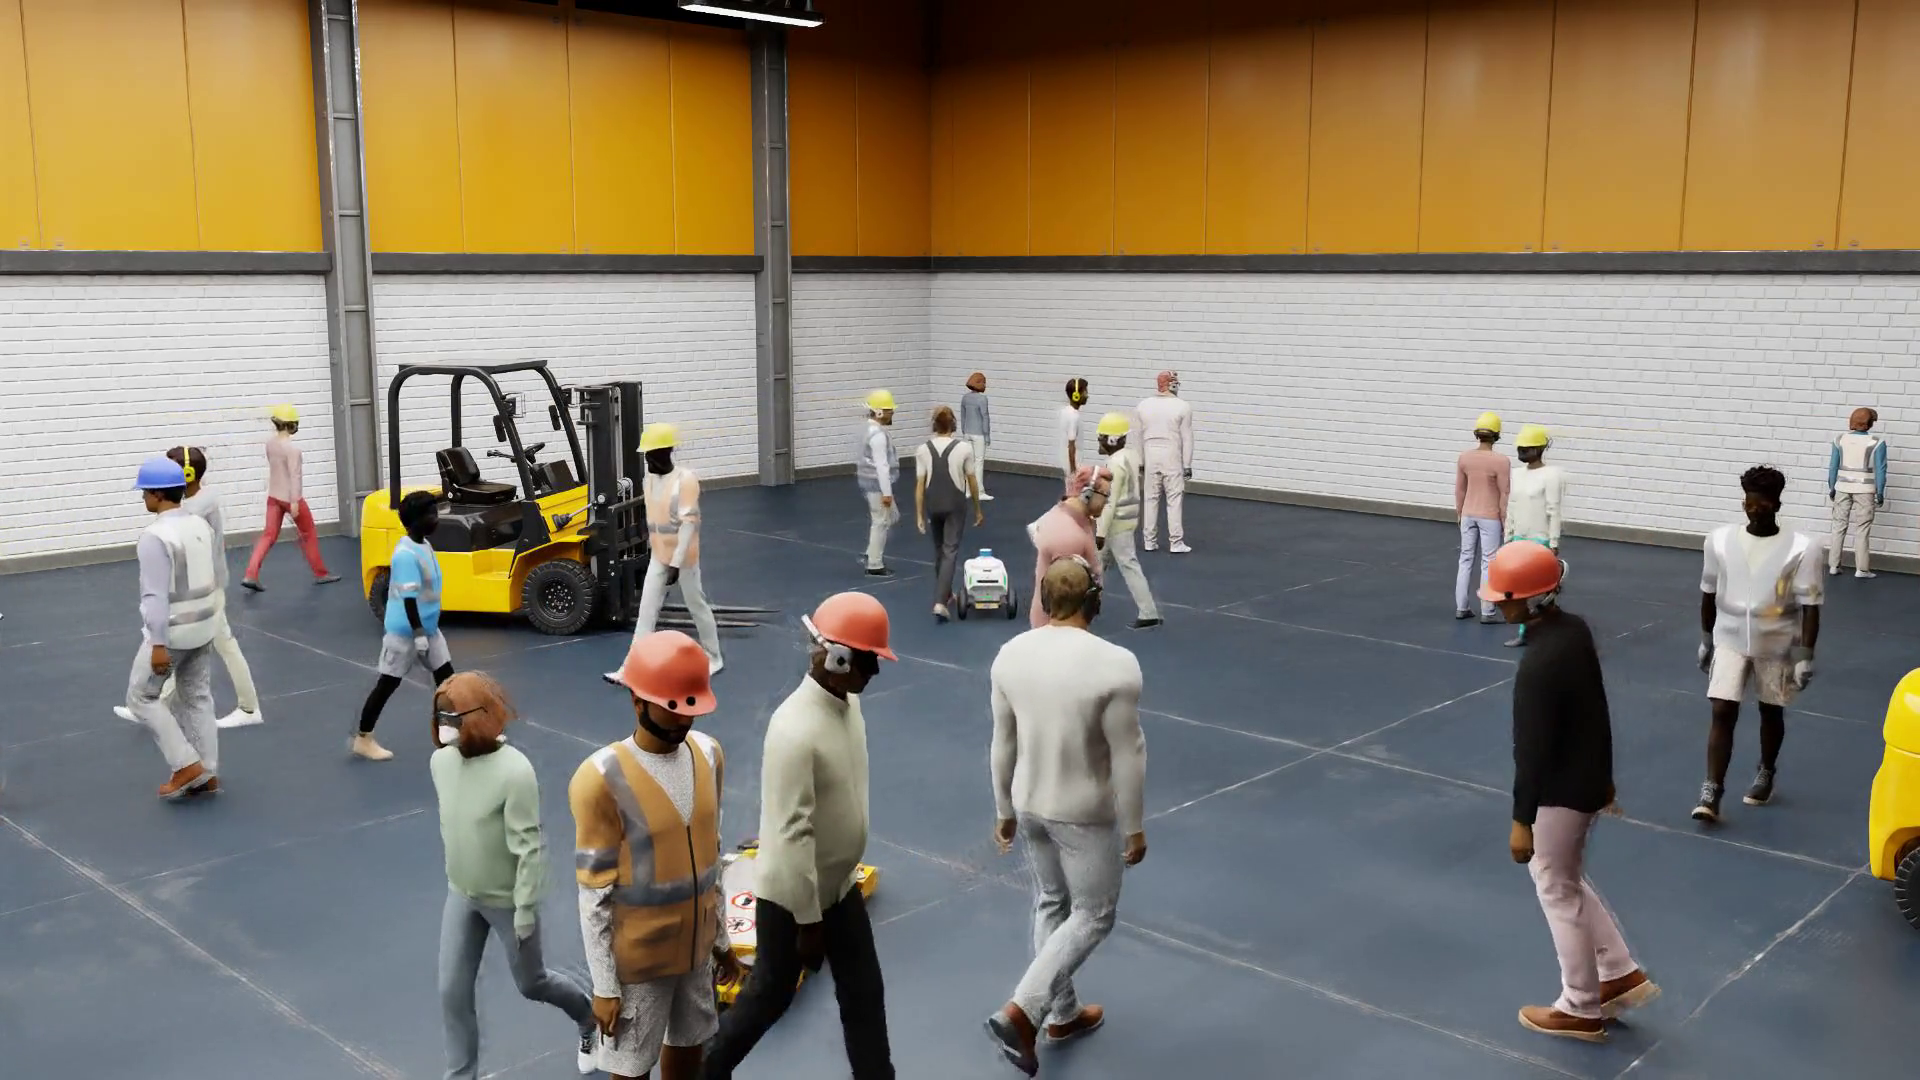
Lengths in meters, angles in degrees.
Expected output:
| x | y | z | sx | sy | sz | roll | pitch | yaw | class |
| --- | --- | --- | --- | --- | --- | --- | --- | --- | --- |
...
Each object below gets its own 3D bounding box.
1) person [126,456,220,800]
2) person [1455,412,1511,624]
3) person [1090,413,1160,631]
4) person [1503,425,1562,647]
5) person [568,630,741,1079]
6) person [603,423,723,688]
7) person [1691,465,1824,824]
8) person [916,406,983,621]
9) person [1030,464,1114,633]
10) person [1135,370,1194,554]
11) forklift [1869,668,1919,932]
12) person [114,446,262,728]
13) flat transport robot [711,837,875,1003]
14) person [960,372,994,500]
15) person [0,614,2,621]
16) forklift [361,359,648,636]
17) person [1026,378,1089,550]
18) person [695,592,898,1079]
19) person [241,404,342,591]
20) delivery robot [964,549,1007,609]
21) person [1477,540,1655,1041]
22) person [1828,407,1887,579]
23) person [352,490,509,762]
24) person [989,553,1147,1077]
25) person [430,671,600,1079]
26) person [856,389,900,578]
| x | y | z | sx | sy | sz | roll | pitch | yaw | class |
| --- | --- | --- | --- | --- | --- | --- | --- | --- | --- |
| -4.332 | 0.499 | 9.178 | 0.452 | 1.930 | 0.648 | 1 | 9 | 6 | person |
| 4.374 | -0.183 | 13.873 | 0.310 | 1.769 | 0.533 | -7 | 11 | -35 | person |
| 1.228 | -0.139 | 13.560 | 0.919 | 1.783 | 0.615 | 2 | 9 | 11 | person |
| 4.396 | -0.013 | 12.863 | 0.365 | 1.751 | 0.550 | -3 | 10 | -20 | person |
| -0.856 | 1.205 | 4.870 | 0.373 | 1.928 | 0.543 | 7 | 11 | 36 | person |
| -2.074 | 0.112 | 11.749 | 0.597 | 1.871 | 1.010 | 7 | 12 | 37 | person |
| 4.242 | 0.556 | 8.889 | 0.628 | 1.910 | 0.990 | 7 | 12 | 38 | person |
| -0.124 | -0.237 | 14.125 | 0.529 | 1.805 | 0.965 | 3 | 10 | 18 | person |
| 0.699 | 0.480 | 9.568 | 0.907 | 1.845 | 0.709 | 1 | 9 | 9 | person |
| 2.141 | -0.809 | 17.296 | 0.642 | 1.905 | 0.399 | 6 | 11 | 32 | person |
| 5.205 | 0.723 | 7.013 | 2.313 | 2.155 | 1.214 | 9 | 13 | 43 | forklift |
| -4.937 | 0.326 | 10.543 | 0.913 | 1.830 | 0.554 | -4 | 10 | -25 | person |
| -0.872 | 1.637 | 7.286 | 0.652 | 0.197 | 1.431 | 2 | 9 | 12 | flat transport robot |
| 0.207 | -1.328 | 21.300 | 0.285 | 1.633 | 0.498 | -7 | 12 | -38 | person |
| -8.307 | -0.112 | 13.252 | 0.990 | 1.836 | 0.704 | -5 | 10 | -27 | person |
| -3.850 | -0.407 | 13.936 | 2.313 | 2.155 | 1.214 | 2 | 9 | 11 | forklift |
| 1.093 | -0.753 | 17.134 | 0.720 | 1.848 | 0.527 | -1 | 9 | -7 | person |
| -0.509 | 1.114 | 5.461 | 1.010 | 1.927 | 0.642 | 3 | 10 | 20 | person |
| -6.223 | -0.395 | 15.309 | 0.526 | 1.722 | 0.923 | 6 | 11 | 34 | person |
| 0.217 | 0.319 | 14.214 | 0.477 | 0.478 | 0.707 | 0 | 9 | -2 | delivery robot |
| 2.273 | 0.959 | 6.332 | 0.637 | 1.942 | 0.658 | 6 | 11 | 31 | person |
| 8.564 | -0.450 | 15.896 | 0.313 | 1.639 | 0.517 | -7 | 11 | -36 | person |
| -3.242 | 0.517 | 9.955 | 0.918 | 1.644 | 0.545 | 0 | 9 | -2 | person |
| 0.332 | 1.012 | 6.091 | 0.633 | 1.918 | 0.711 | 8 | 12 | 41 | person |
| -1.583 | 1.218 | 5.801 | 0.510 | 1.600 | 0.788 | 5 | 11 | 28 | person |
| -0.755 | -0.529 | 15.852 | 0.444 | 1.809 | 0.616 | -2 | 9 | -12 | person |
